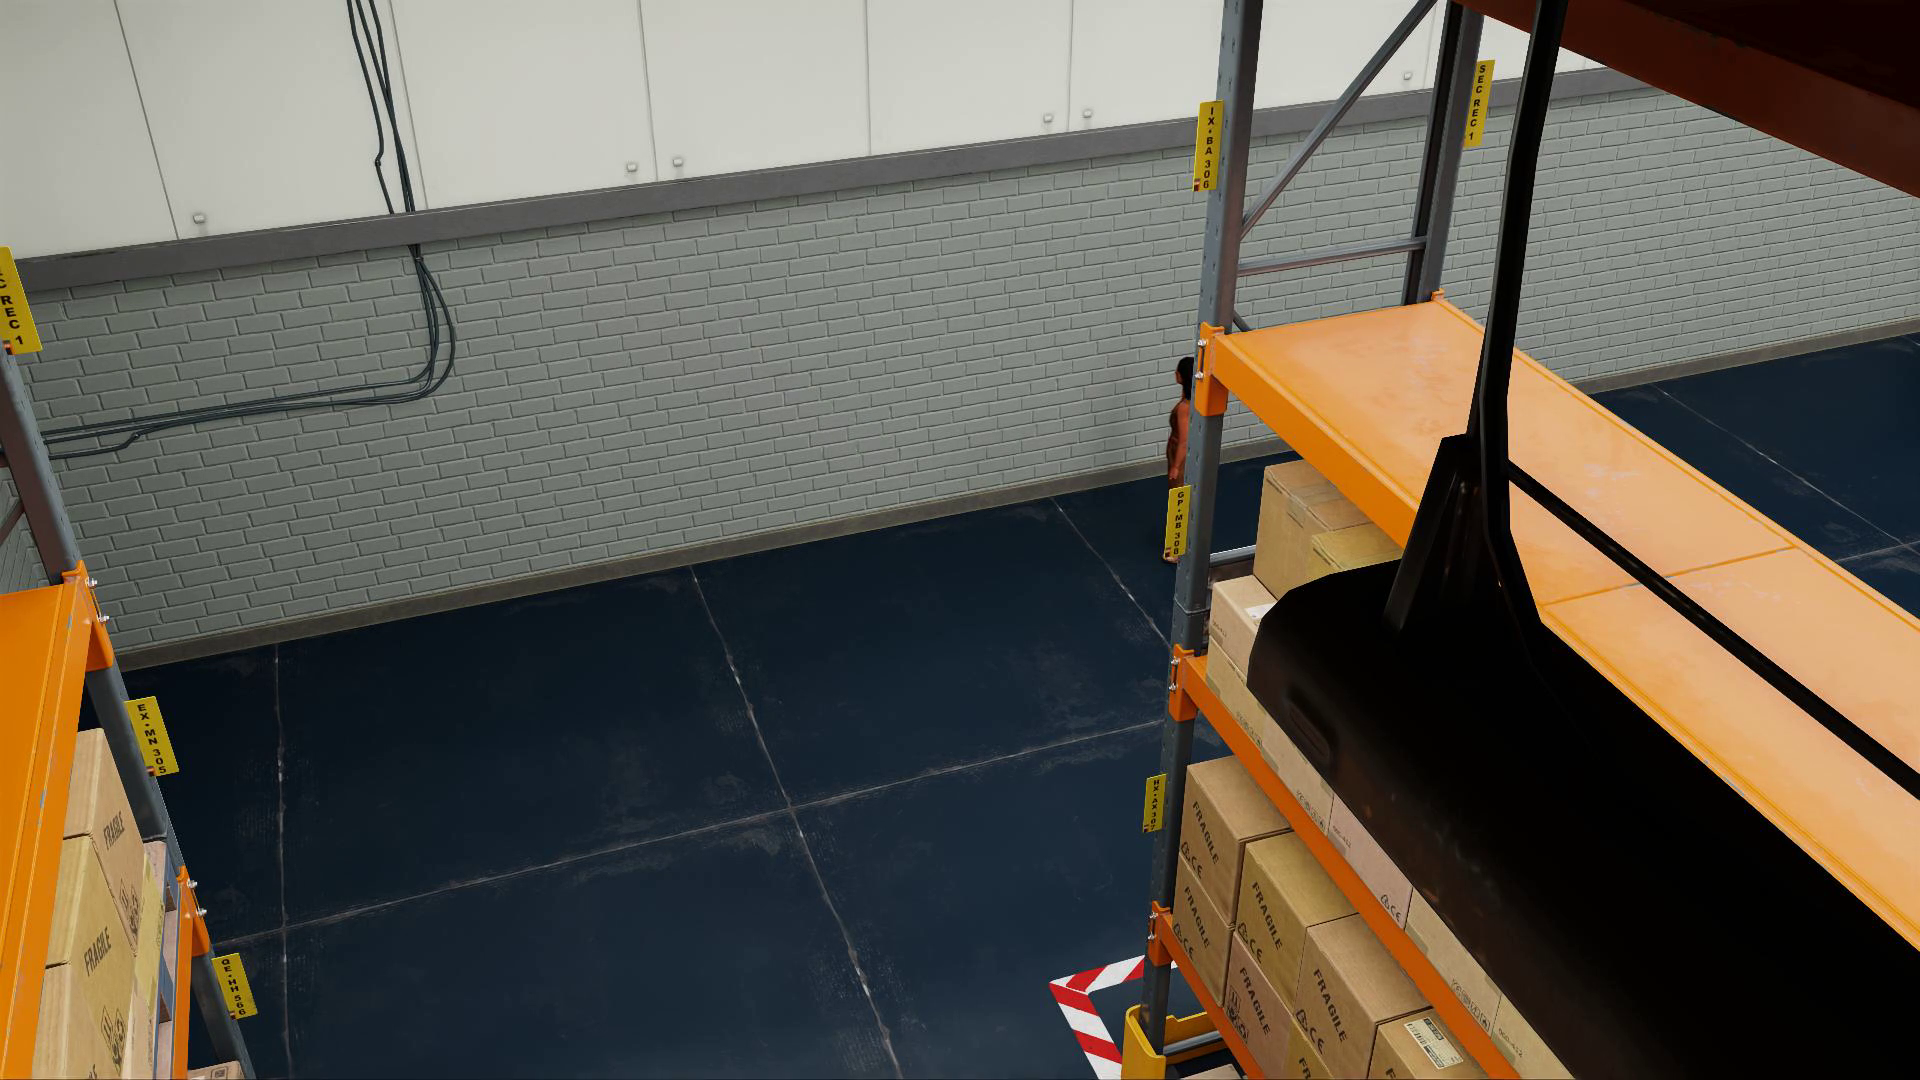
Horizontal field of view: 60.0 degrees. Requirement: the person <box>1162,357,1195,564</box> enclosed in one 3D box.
[{"bbox_3d":[1.684,-0.597,12.433,0.707,1.688,0.635,12,34,18],"label":"person"}]
